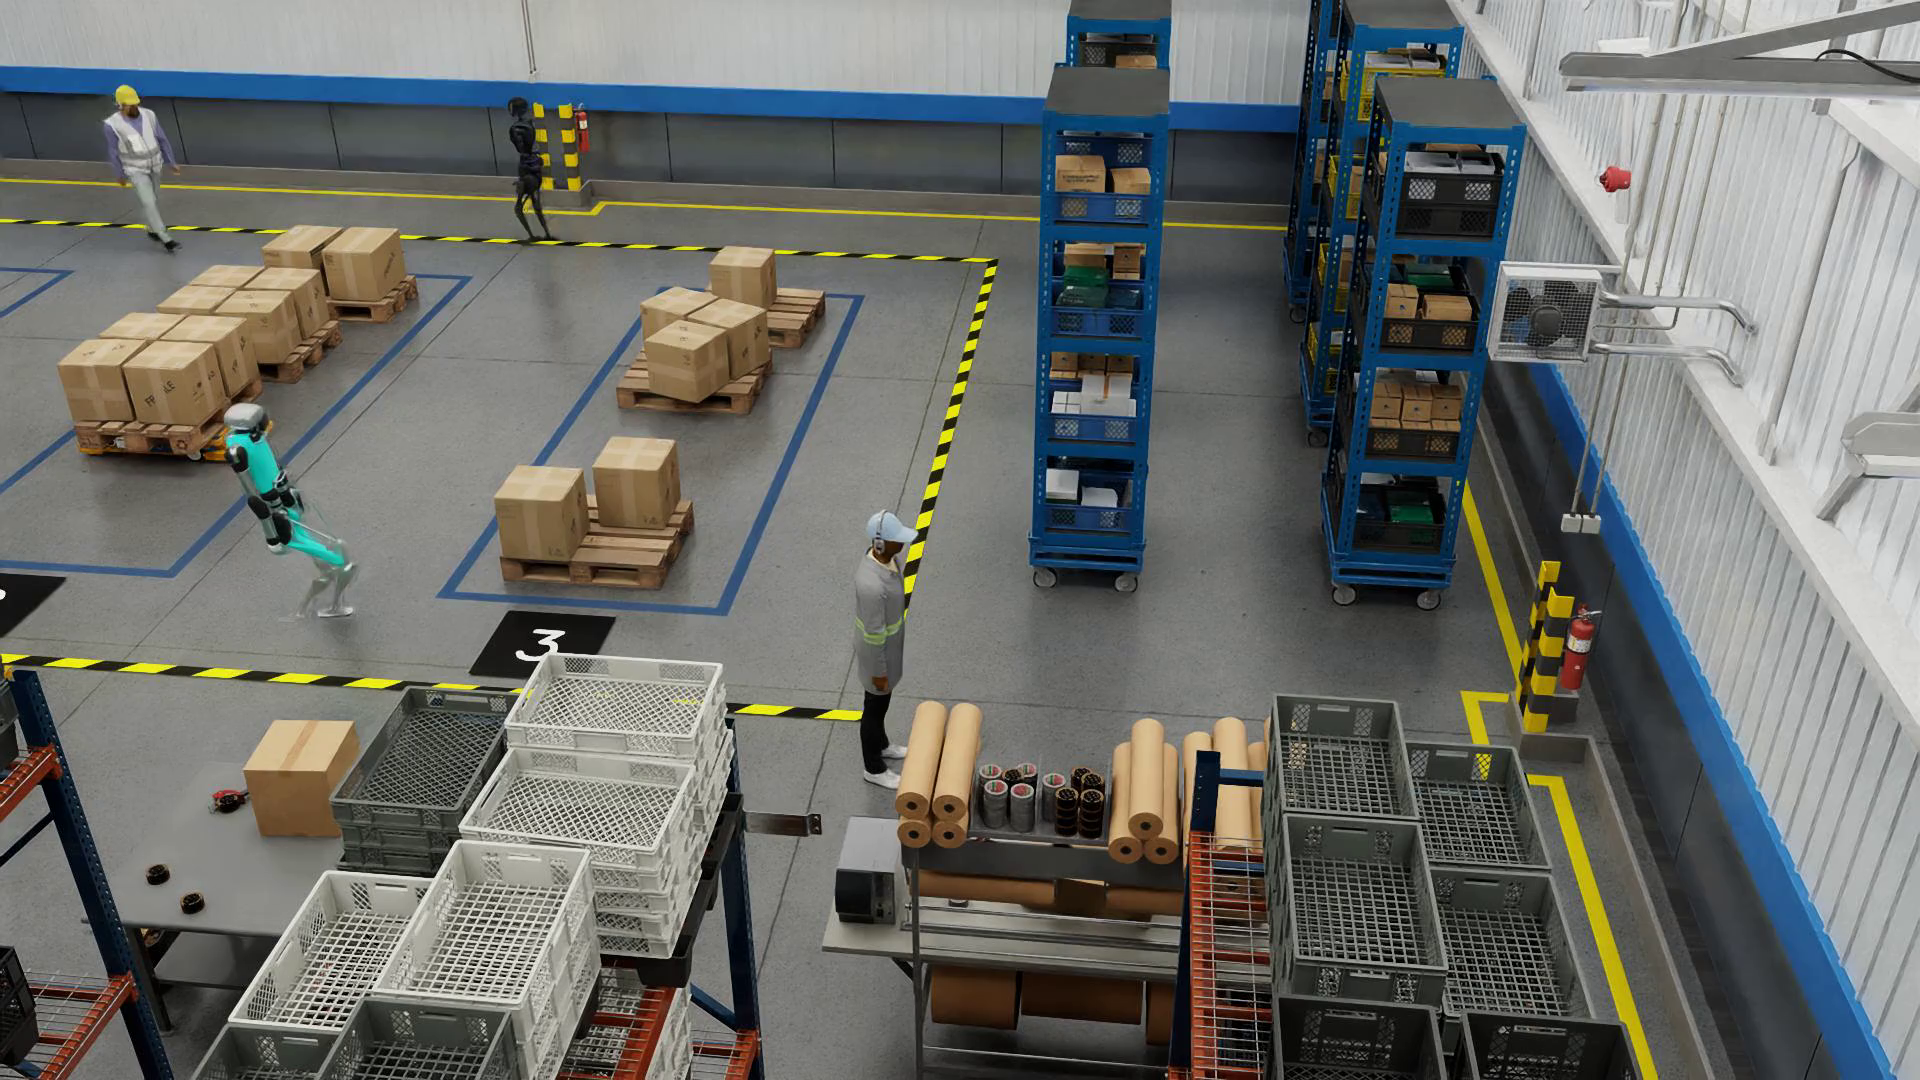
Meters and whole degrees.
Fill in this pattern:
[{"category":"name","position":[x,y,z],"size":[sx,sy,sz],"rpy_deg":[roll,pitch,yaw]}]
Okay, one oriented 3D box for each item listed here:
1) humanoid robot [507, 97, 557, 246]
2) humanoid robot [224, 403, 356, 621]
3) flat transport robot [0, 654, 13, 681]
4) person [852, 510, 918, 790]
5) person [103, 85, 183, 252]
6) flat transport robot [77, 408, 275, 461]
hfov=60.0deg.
[{"category":"humanoid robot","position":[-4.736,-4.032,18.198],"size":[0.455,1.640,0.601],"rpy_deg":[-2,30,-3]},{"category":"humanoid robot","position":[-4.486,-0.123,11.440],"size":[0.798,1.791,0.552],"rpy_deg":[-2,30,-4]},{"category":"flat transport robot","position":[-7.142,0.969,11.010],"size":[1.431,0.231,0.659],"rpy_deg":[3,30,6]},{"category":"person","position":[-0.439,0.637,10.006],"size":[0.397,1.852,0.585],"rpy_deg":[3,30,6]},{"category":"person","position":[-8.817,-4.044,18.097],"size":[0.892,1.788,0.604],"rpy_deg":[19,35,29]},{"category":"flat transport robot","position":[-6.728,-0.944,14.268],"size":[1.431,0.197,0.652],"rpy_deg":[3,30,6]}]
